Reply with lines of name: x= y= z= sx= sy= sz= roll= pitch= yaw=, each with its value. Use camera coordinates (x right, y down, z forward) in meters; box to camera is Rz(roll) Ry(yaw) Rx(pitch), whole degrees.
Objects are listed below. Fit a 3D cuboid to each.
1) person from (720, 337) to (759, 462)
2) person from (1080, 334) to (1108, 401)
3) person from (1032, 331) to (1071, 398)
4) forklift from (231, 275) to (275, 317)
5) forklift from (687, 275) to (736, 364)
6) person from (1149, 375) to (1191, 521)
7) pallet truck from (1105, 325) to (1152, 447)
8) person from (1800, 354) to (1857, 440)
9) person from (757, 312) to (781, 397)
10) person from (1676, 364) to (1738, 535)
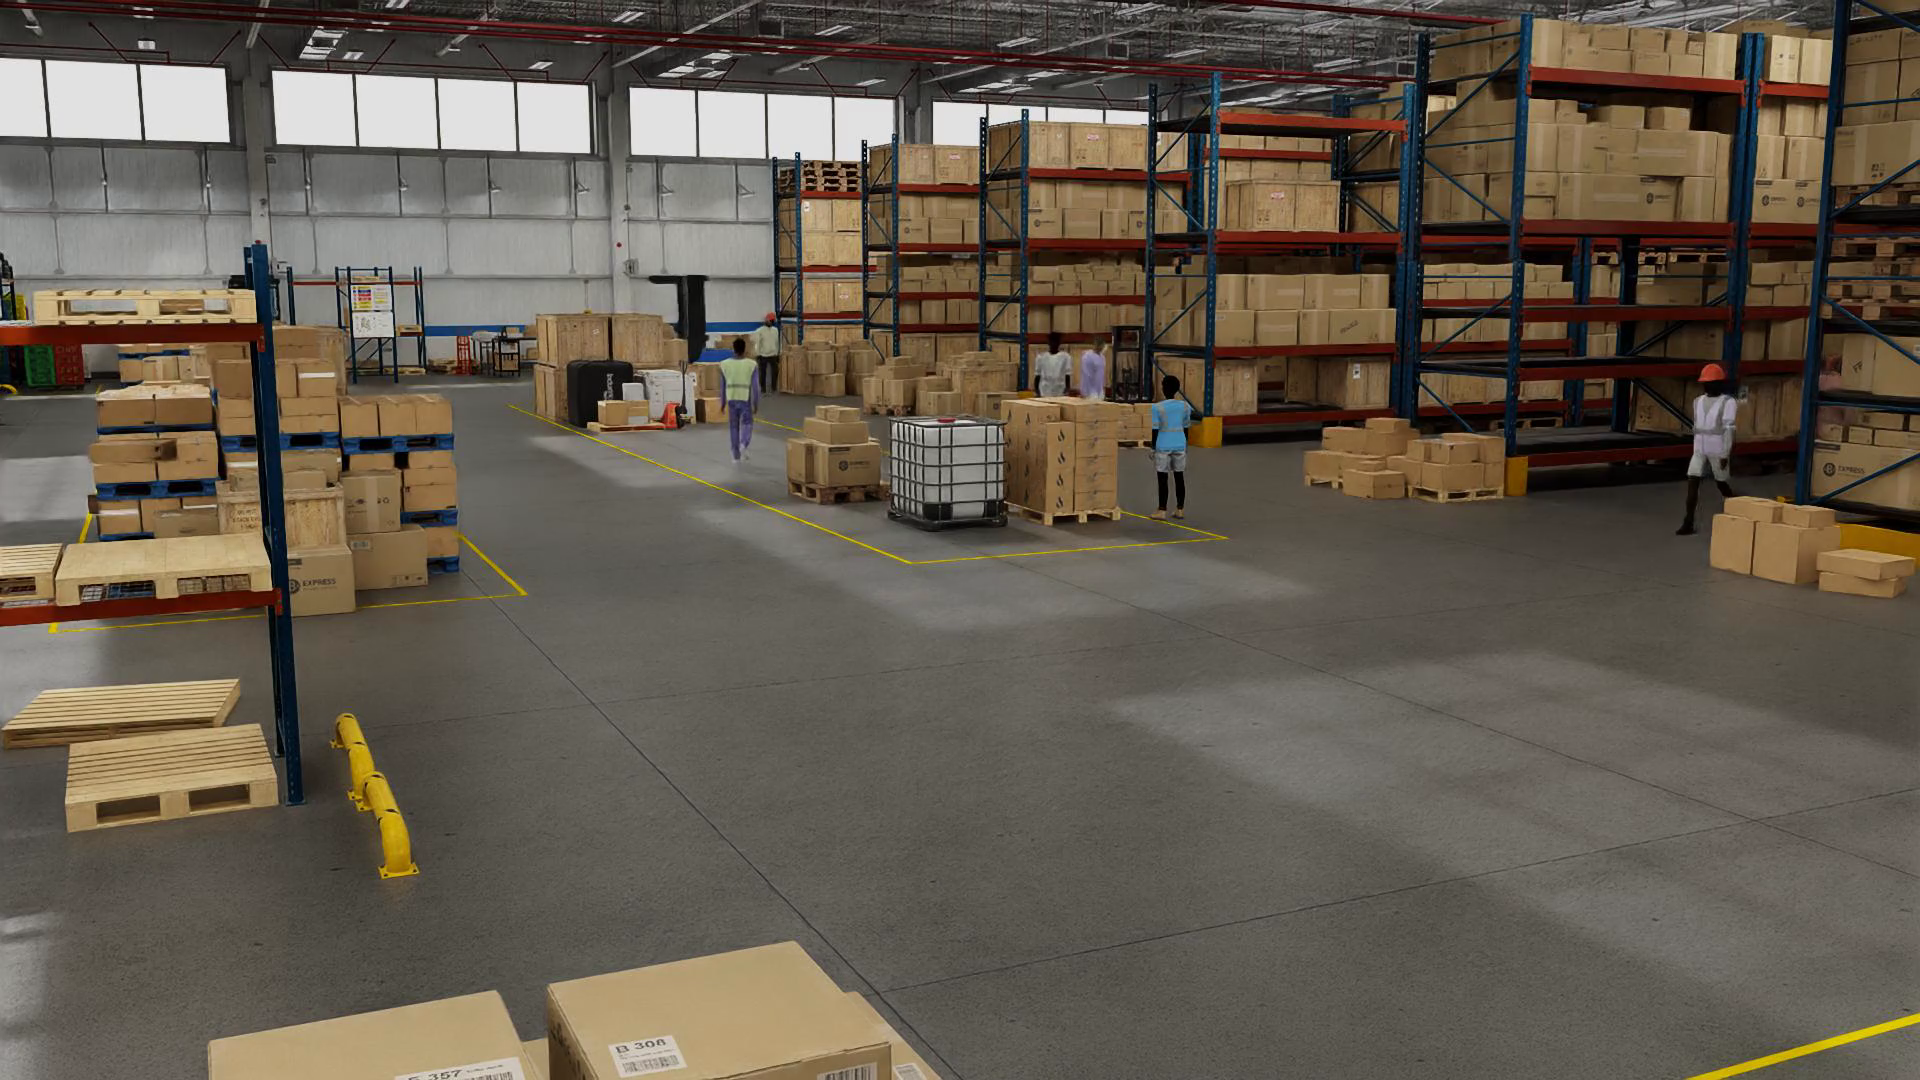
person: x=-3.348 y=-2.119 z=25.277 sx=0.598 sy=1.905 sz=0.440 roll=0 pitch=9 yaw=2
person: x=2.155 y=-2.335 z=26.602 sx=0.427 sy=1.904 sz=0.684 roll=6 pitch=11 yaw=33
person: x=1.503 y=-2.490 z=27.443 sx=0.642 sy=1.943 sz=0.590 roll=-1 pitch=9 yaw=-3
forklift: x=-16.670 y=-4.884 z=39.387 sx=1.129 sy=2.768 sz=1.873 roll=-4 pitch=10 yaw=-25
forklift: x=-6.101 y=-4.784 z=38.770 sx=1.873 sy=2.768 sz=1.129 roll=0 pitch=9 yaw=-2
person: x=2.438 y=-1.067 z=19.372 sx=0.536 sy=1.696 sz=0.318 roll=-4 pitch=10 yaw=-26
pallet truck: x=2.881 y=-2.596 z=27.923 sx=0.823 sy=1.965 sz=1.885 roll=-1 pitch=9 yaw=-7
person: x=11.103 y=-1.433 z=21.152 sx=1.008 sy=1.849 sz=0.663 roll=-4 pitch=10 yaw=-21
person: x=-4.401 y=-4.259 z=38.340 sx=0.655 sy=1.953 sz=0.751 roll=-6 pitch=11 yaw=-34
person: x=8.359 y=-1.007 z=18.419 sx=0.959 sy=1.900 sz=0.554 roll=-6 pitch=11 yaw=-32
